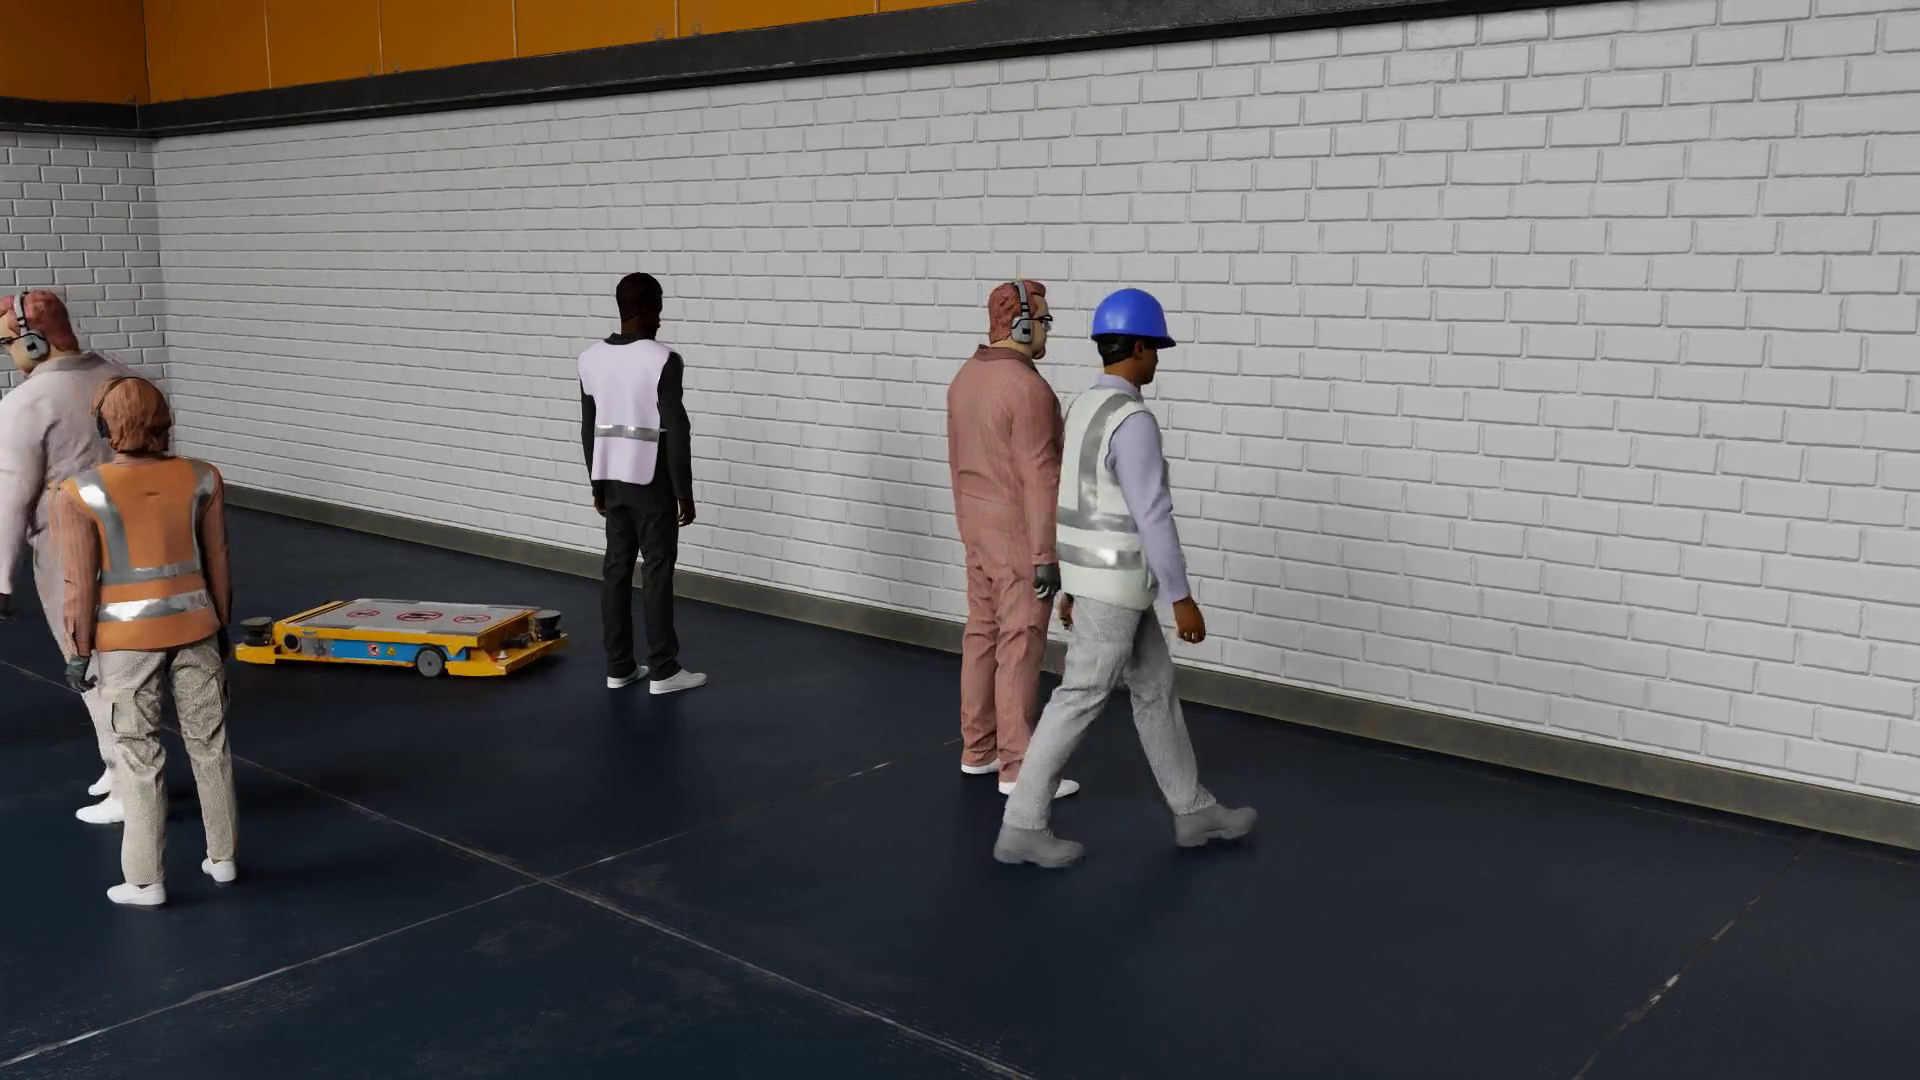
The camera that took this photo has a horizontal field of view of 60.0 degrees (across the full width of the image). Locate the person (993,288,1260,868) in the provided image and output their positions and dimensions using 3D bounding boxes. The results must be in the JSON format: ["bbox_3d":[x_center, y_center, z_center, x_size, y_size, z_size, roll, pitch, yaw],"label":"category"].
[{"bbox_3d":[0.540,0.138,5.442,0.960,1.894,0.609,-1,10,-6],"label":"person"}]

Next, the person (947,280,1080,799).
[{"bbox_3d":[0.210,-0.002,6.176,0.407,1.906,0.655,-5,11,-26],"label":"person"}]

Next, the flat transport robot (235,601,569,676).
[{"bbox_3d":[-2.730,0.465,8.171,1.431,0.197,0.652,2,10,13],"label":"flat transport robot"}]

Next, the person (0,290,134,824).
[{"bbox_3d":[-3.088,0.079,5.789,0.577,1.877,0.660,1,10,8],"label":"person"}]

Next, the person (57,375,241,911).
[{"bbox_3d":[-2.478,0.317,5.115,0.310,1.642,0.514,8,13,39],"label":"person"}]

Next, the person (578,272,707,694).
[{"bbox_3d":[-1.465,-0.251,7.576,0.587,1.913,0.391,6,11,29],"label":"person"}]
